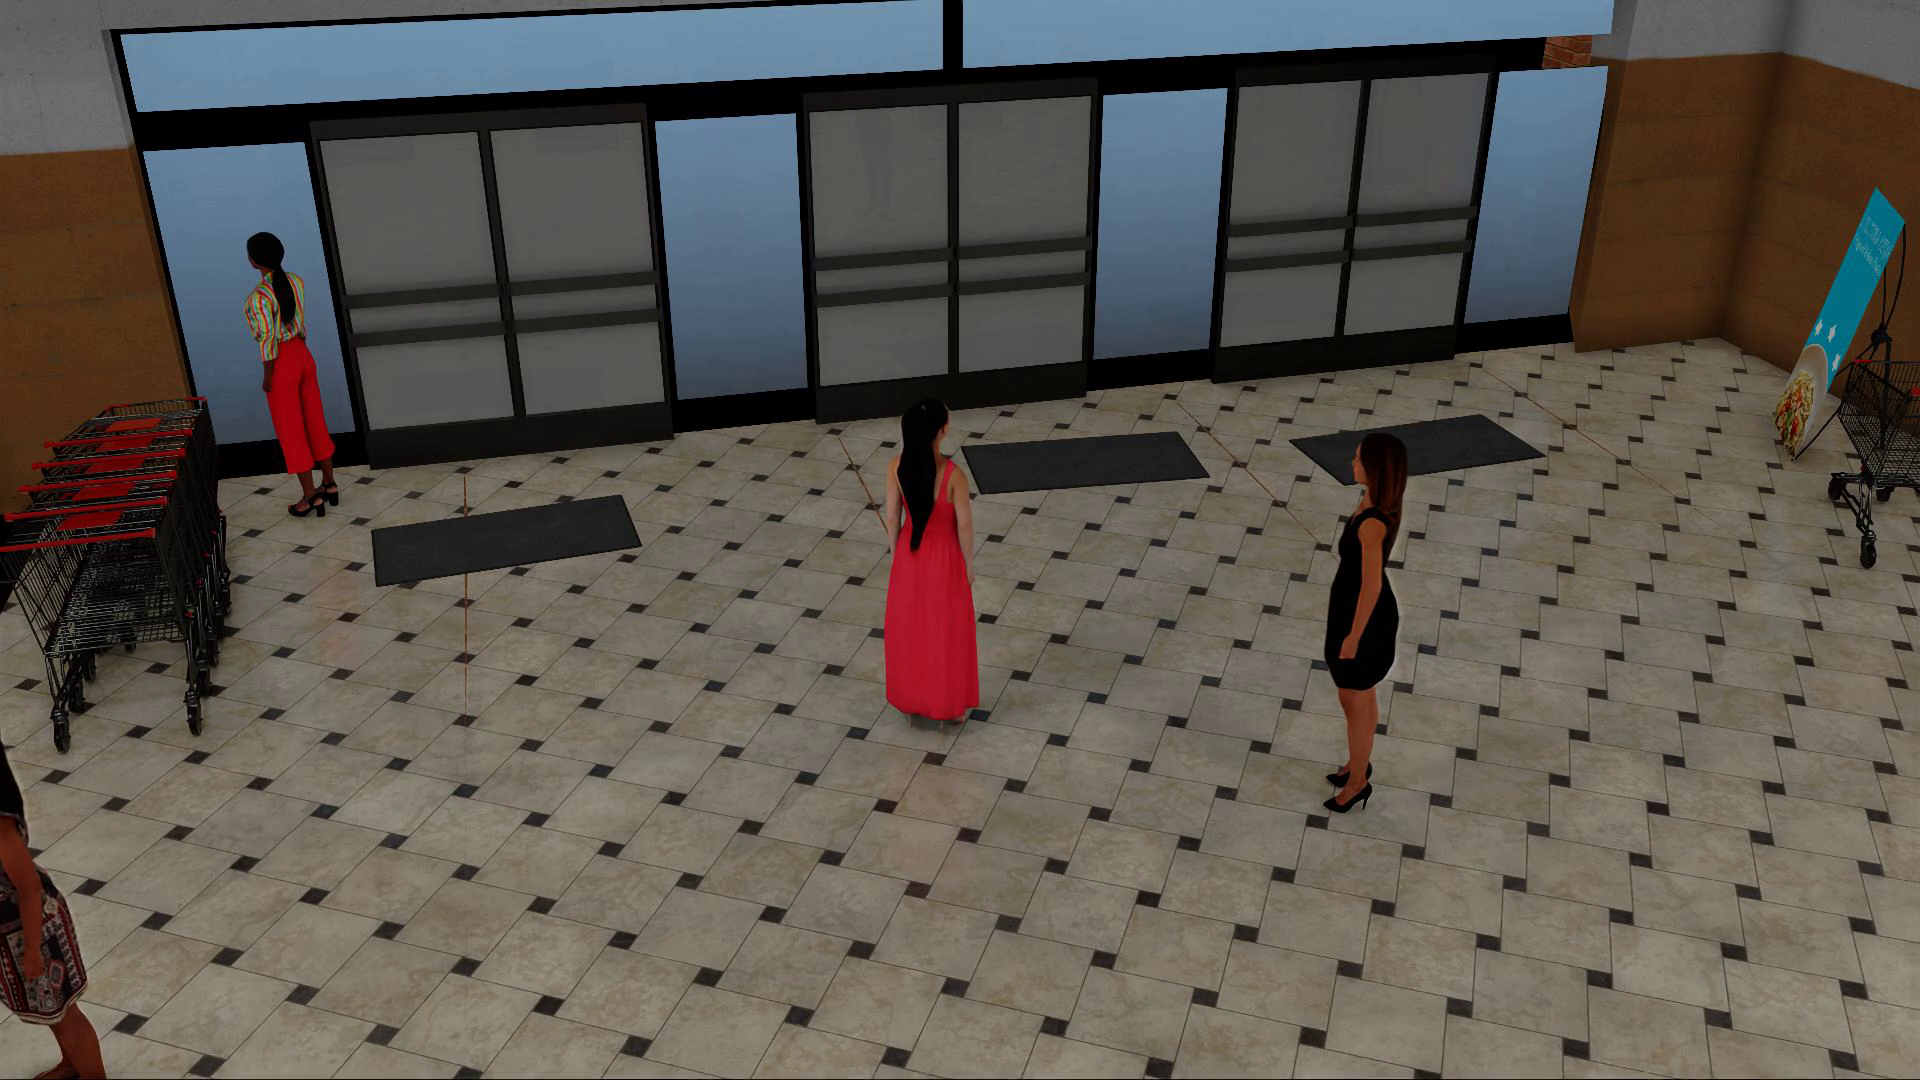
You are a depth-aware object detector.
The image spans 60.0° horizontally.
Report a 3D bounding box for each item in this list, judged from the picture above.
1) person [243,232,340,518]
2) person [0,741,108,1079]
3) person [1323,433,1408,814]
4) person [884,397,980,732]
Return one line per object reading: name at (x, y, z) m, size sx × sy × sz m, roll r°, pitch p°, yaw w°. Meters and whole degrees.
person at (-4.067, -0.997, 10.090) m, size 0.735 × 1.793 × 0.630 m, roll 8°, pitch 28°, yaw 14°
person at (-3.222, 1.308, 5.709) m, size 0.784 × 1.645 × 0.640 m, roll -23°, pitch 35°, yaw -37°
person at (1.767, 0.388, 7.315) m, size 0.727 × 1.834 × 0.631 m, roll 8°, pitch 28°, yaw 16°
person at (-0.147, 0.130, 7.944) m, size 0.716 × 1.725 × 0.750 m, roll 10°, pitch 28°, yaw 18°
